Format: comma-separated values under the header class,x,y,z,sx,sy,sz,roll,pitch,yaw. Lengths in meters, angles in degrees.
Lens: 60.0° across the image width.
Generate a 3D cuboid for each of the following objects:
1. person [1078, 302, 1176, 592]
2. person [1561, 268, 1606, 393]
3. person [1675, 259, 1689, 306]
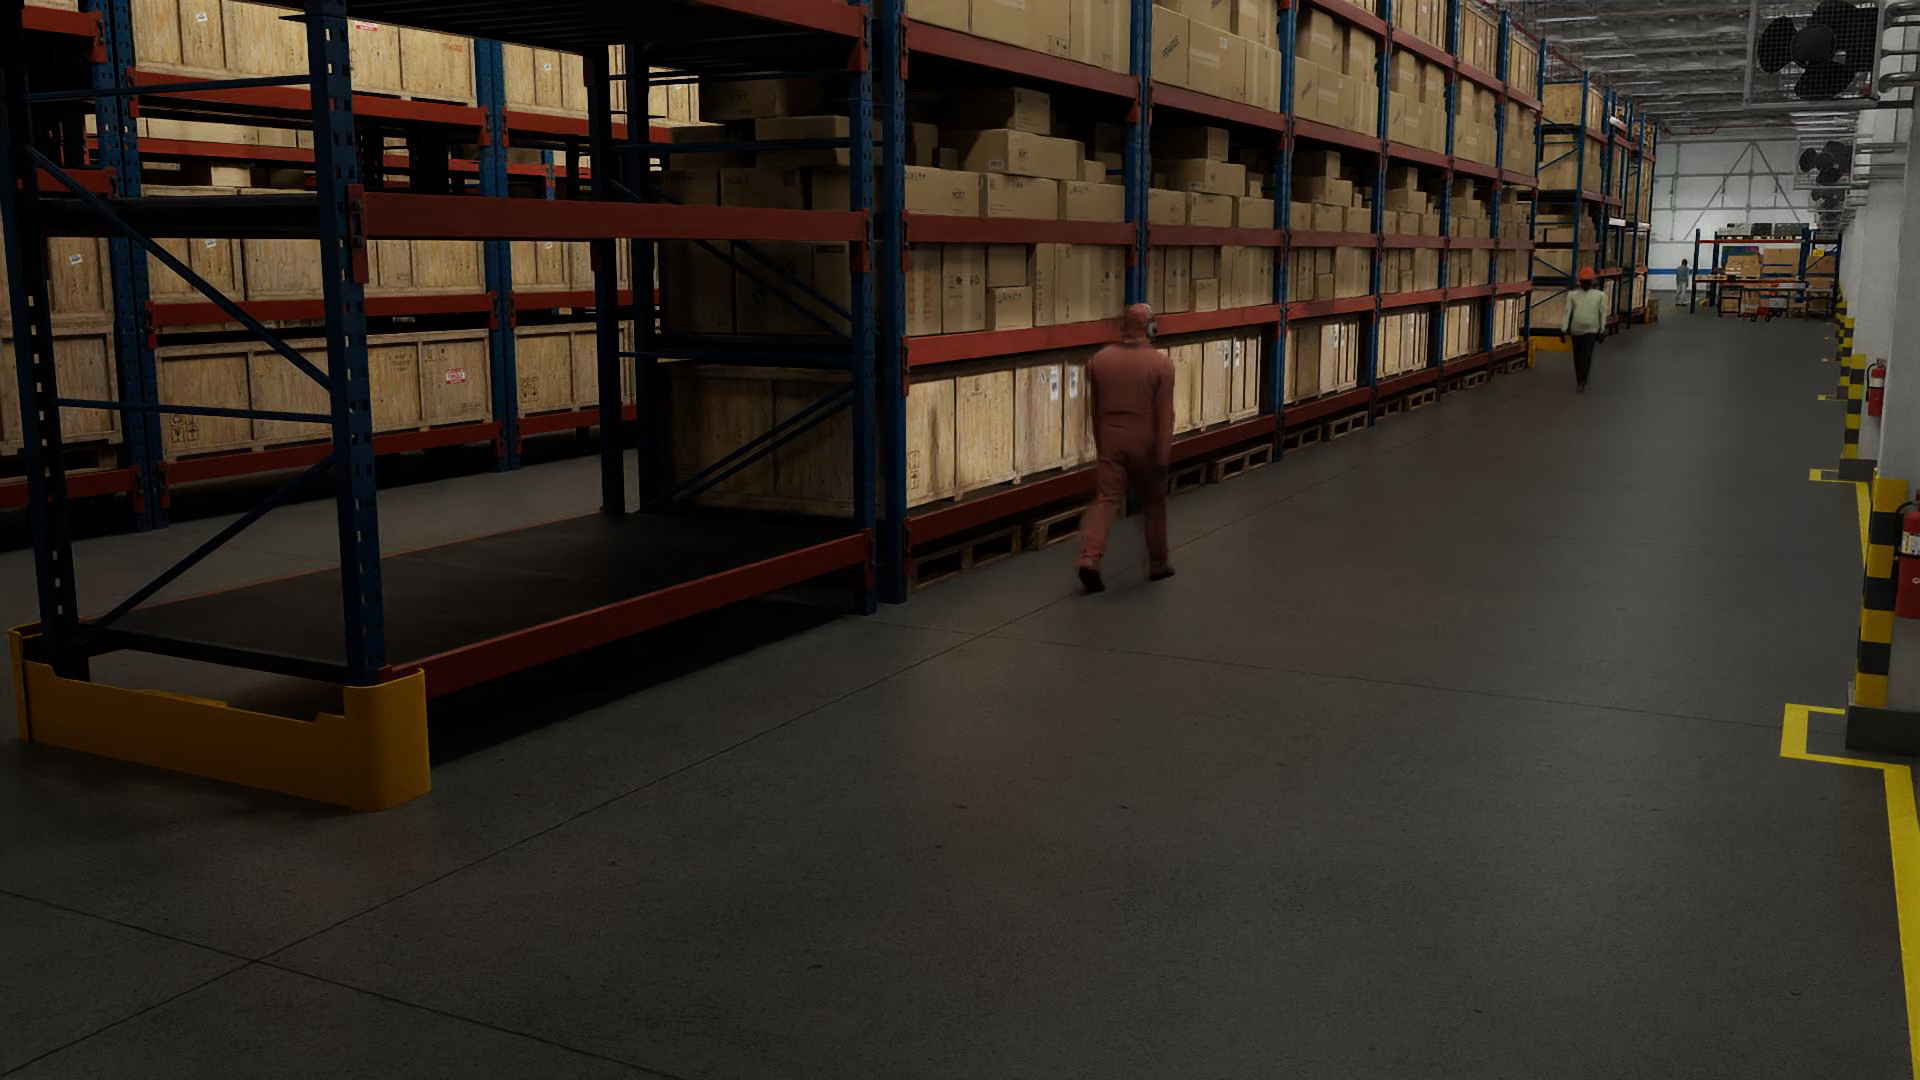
class,x,y,z,sx,sy,sz,roll,pitch,yaw
person,1.099,-0.606,10.796,0.640,1.871,0.971,6,11,30
person,9.813,-3.306,26.180,0.634,1.956,0.996,5,11,27
person,29.423,-10.475,67.745,0.366,1.931,0.631,-4,11,-22
